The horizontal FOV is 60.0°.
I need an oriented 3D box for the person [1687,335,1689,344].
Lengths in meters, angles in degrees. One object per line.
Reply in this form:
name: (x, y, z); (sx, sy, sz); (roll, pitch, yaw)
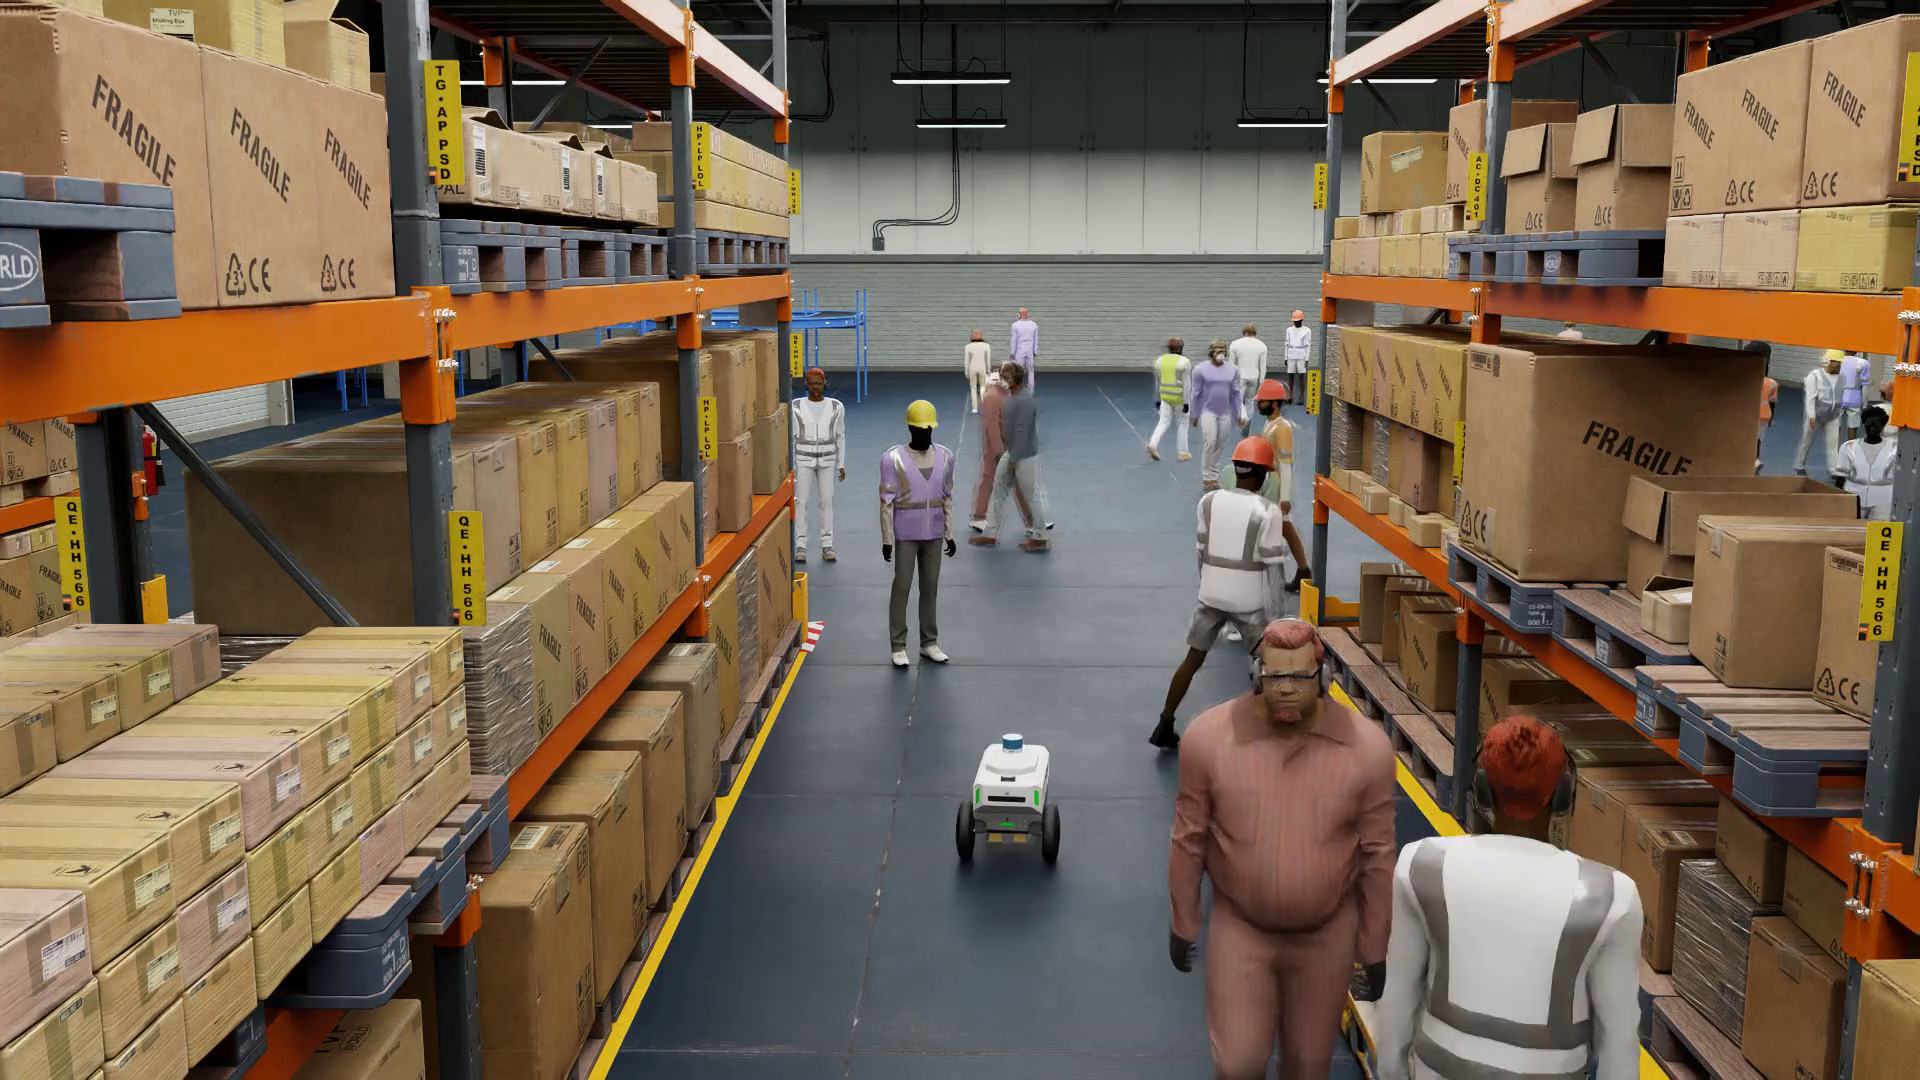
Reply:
person: (15.820, -3.997, 36.610); (0.837, 1.599, 0.524); (9, 13, 44)

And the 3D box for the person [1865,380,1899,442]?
person: (10.283, -0.957, 18.395); (0.529, 1.608, 0.810); (0, 9, 1)

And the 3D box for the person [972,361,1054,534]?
person: (0.511, -0.979, 17.783); (0.997, 1.852, 0.662); (8, 12, 40)

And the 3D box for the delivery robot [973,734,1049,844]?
delivery robot: (0.263, 1.218, 8.341); (0.477, 0.478, 0.707); (1, 10, 6)

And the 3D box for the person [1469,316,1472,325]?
person: (11.692, -4.271, 37.957); (0.316, 1.695, 0.542); (-7, 12, -37)

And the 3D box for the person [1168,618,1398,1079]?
person: (0.946, 1.150, 4.895); (0.668, 1.887, 0.426); (1, 10, 7)

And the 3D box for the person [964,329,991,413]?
person: (0.340, -3.255, 32.078); (0.524, 1.619, 0.411); (-1, 10, -8)

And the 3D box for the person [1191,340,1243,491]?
person: (3.283, -1.575, 21.133); (0.633, 1.915, 0.676); (-2, 10, -12)

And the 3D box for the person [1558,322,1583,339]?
person: (13.105, -3.942, 35.806); (0.535, 1.751, 0.470); (6, 11, 32)

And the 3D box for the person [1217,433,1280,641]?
person: (2.170, -0.017, 12.691); (0.537, 1.611, 0.387); (7, 12, 36)

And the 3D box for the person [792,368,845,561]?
person: (-1.403, -0.738, 16.242); (0.575, 1.883, 0.362); (-2, 10, -11)

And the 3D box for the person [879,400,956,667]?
person: (-0.288, -0.053, 12.007); (0.594, 1.922, 0.386); (-5, 11, -28)

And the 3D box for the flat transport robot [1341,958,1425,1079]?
flat transport robot: (1.755, 1.832, 5.786); (0.652, 0.197, 1.431); (0, 9, 1)

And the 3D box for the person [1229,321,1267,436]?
person: (4.802, -2.681, 27.755); (0.635, 1.922, 0.756); (-1, 10, -6)

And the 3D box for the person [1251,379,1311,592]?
person: (2.691, -0.465, 14.600); (0.982, 1.883, 0.566); (0, 9, 2)

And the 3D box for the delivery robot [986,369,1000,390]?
delivery robot: (0.784, -3.526, 36.752); (0.707, 0.478, 0.477); (8, 13, 41)

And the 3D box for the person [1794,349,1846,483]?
person: (11.464, -1.662, 22.089); (0.605, 1.782, 0.966); (-1, 10, -4)

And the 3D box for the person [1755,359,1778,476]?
person: (10.603, -1.621, 22.127); (0.540, 1.676, 0.570); (0, 9, -2)

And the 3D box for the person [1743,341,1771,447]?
person: (12.477, -2.457, 26.200); (0.624, 1.992, 0.390); (-6, 11, -31)

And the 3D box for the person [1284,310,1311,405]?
person: (6.904, -3.743, 34.102); (0.542, 1.930, 0.367); (6, 11, 32)

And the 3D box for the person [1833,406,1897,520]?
person: (7.724, -0.296, 14.177); (0.557, 1.673, 0.654); (6, 11, 34)

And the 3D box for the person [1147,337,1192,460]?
person: (3.099, -2.066, 24.410); (0.632, 1.818, 0.837); (8, 13, 41)

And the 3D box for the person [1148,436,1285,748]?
person: (1.577, 0.348, 9.748); (0.769, 1.891, 0.561); (7, 12, 37)

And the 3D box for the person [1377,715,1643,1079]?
person: (1.252, 1.338, 3.897); (0.601, 1.860, 0.602); (5, 11, 29)

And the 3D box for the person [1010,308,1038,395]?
person: (1.389, -4.138, 36.541); (0.652, 1.904, 0.403); (-4, 10, -25)

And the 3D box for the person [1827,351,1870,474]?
person: (12.243, -1.888, 22.960); (0.543, 1.940, 0.361); (8, 13, 41)

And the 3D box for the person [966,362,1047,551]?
person: (0.479, -0.825, 16.675); (0.920, 1.898, 0.644); (-3, 10, -18)
